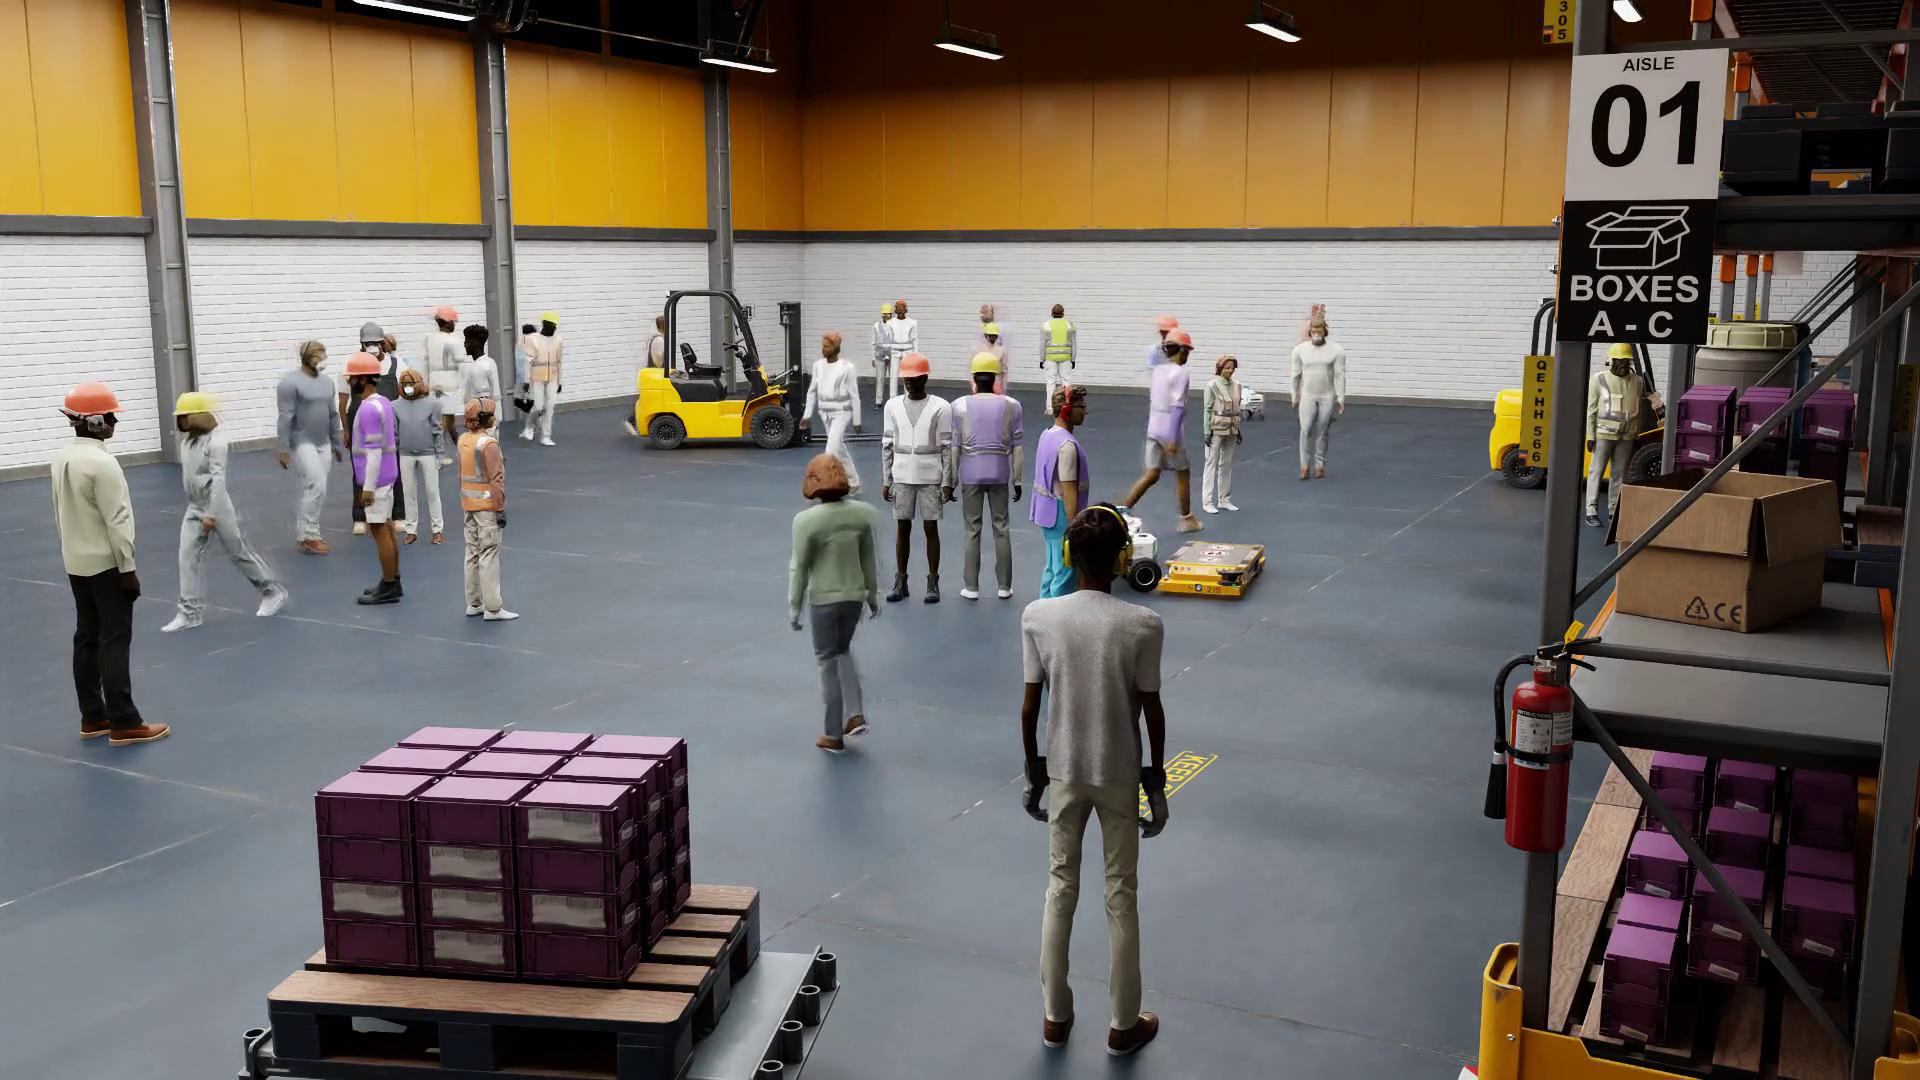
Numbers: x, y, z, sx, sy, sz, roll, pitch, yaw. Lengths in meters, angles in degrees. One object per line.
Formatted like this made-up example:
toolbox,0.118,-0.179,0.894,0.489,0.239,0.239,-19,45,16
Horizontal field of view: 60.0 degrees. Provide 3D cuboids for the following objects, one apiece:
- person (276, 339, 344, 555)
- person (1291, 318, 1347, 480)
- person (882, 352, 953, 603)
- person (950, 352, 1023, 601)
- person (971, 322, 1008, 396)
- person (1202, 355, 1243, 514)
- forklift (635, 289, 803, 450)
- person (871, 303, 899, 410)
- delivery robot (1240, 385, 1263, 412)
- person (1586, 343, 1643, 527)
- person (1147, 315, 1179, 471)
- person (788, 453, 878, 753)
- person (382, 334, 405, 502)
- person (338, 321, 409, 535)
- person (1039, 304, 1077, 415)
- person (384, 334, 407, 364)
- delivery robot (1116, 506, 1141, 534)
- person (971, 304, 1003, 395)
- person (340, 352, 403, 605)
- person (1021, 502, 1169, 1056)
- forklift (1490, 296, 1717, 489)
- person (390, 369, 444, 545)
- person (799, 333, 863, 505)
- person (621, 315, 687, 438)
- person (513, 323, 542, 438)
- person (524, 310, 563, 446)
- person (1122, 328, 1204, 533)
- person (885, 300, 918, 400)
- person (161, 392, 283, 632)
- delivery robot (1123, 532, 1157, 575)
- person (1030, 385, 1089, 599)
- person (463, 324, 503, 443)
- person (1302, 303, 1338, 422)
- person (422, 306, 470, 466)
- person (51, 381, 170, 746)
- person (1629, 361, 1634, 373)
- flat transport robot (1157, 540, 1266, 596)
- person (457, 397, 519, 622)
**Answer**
person,-5.722,-0.816,14.797,0.624,1.918,0.658,4,10,20
person,4.237,-1.655,19.669,0.650,1.906,0.820,2,10,12
person,-0.336,-0.475,12.779,0.553,1.935,0.361,2,10,12
person,0.191,-0.491,12.907,0.593,1.922,0.383,-1,10,-6
person,0.410,-2.171,23.177,0.531,1.732,0.823,-1,10,-5
person,2.723,-1.096,17.244,0.523,1.636,0.310,-7,12,-36
forklift,-3.358,-2.392,23.136,2.313,2.155,1.214,-1,10,-5
person,-1.235,-3.134,28.474,0.591,1.833,0.404,1,10,3
delivery robot,4.611,-2.272,26.911,0.477,0.478,0.707,-4,10,-19
person,6.444,-1.043,16.367,0.591,1.834,0.404,-2,10,-9
person,2.519,-1.820,20.602,0.549,1.924,0.503,-7,12,-36
person,-0.690,0.337,8.980,0.534,1.615,0.344,-8,12,-38
person,-5.998,-1.217,17.165,0.407,1.910,0.638,6,12,33
person,-5.581,-1.071,15.929,0.674,2.000,0.537,-4,10,-20
person,1.623,-3.005,27.702,0.634,1.841,0.429,-1,10,-6
person,-7.488,-1.886,21.879,0.526,1.619,0.590,2,10,10
delivery robot,1.322,-0.043,14.002,0.477,0.478,0.707,2,10,13
person,0.352,-2.747,26.071,0.757,1.880,0.681,-3,10,-19
person,-4.515,-0.471,12.759,0.373,1.934,0.551,-2,10,-9
person,0.452,0.801,5.588,0.514,1.872,0.328,3,10,18
forklift,7.296,-1.677,18.993,2.313,2.155,1.214,5,11,27
person,-5.019,-0.766,15.366,0.505,1.627,0.290,-1,10,-6
person,-1.357,-1.325,18.024,0.580,1.839,0.972,9,13,42
person,-4.447,-2.358,24.105,0.882,1.805,0.560,-3,10,-19
person,-6.241,-2.320,24.205,0.531,1.671,0.434,6,11,31
person,-5.833,-2.266,23.255,0.625,1.894,0.553,-8,13,-40
person,1.904,-1.012,15.803,0.982,1.986,0.654,-5,11,-27
person,-1.003,-3.141,28.365,0.584,1.882,0.337,0,10,-3
person,-5.380,-0.231,12.045,0.488,1.706,0.870,5,11,26
delivery robot,1.205,0.074,13.328,0.707,0.478,0.477,-1,10,-5
person,0.656,-0.085,10.784,0.379,1.844,0.570,-2,10,-11
person,-4.891,-1.228,17.054,0.373,1.966,0.605,-1,10,-4
person,5.758,-2.817,26.456,0.658,1.889,0.680,0,10,0
person,-6.428,-1.958,21.164,0.644,2.002,0.960,5,11,29
person,-4.694,0.130,9.109,0.608,1.995,0.377,7,12,34
person,9.433,-2.221,23.782,0.618,1.614,0.513,0,10,-2
flat transport robot,2.078,0.215,13.601,0.652,0.197,1.431,3,10,18
person,-3.490,-0.223,12.184,0.306,1.639,0.523,-10,14,-44
